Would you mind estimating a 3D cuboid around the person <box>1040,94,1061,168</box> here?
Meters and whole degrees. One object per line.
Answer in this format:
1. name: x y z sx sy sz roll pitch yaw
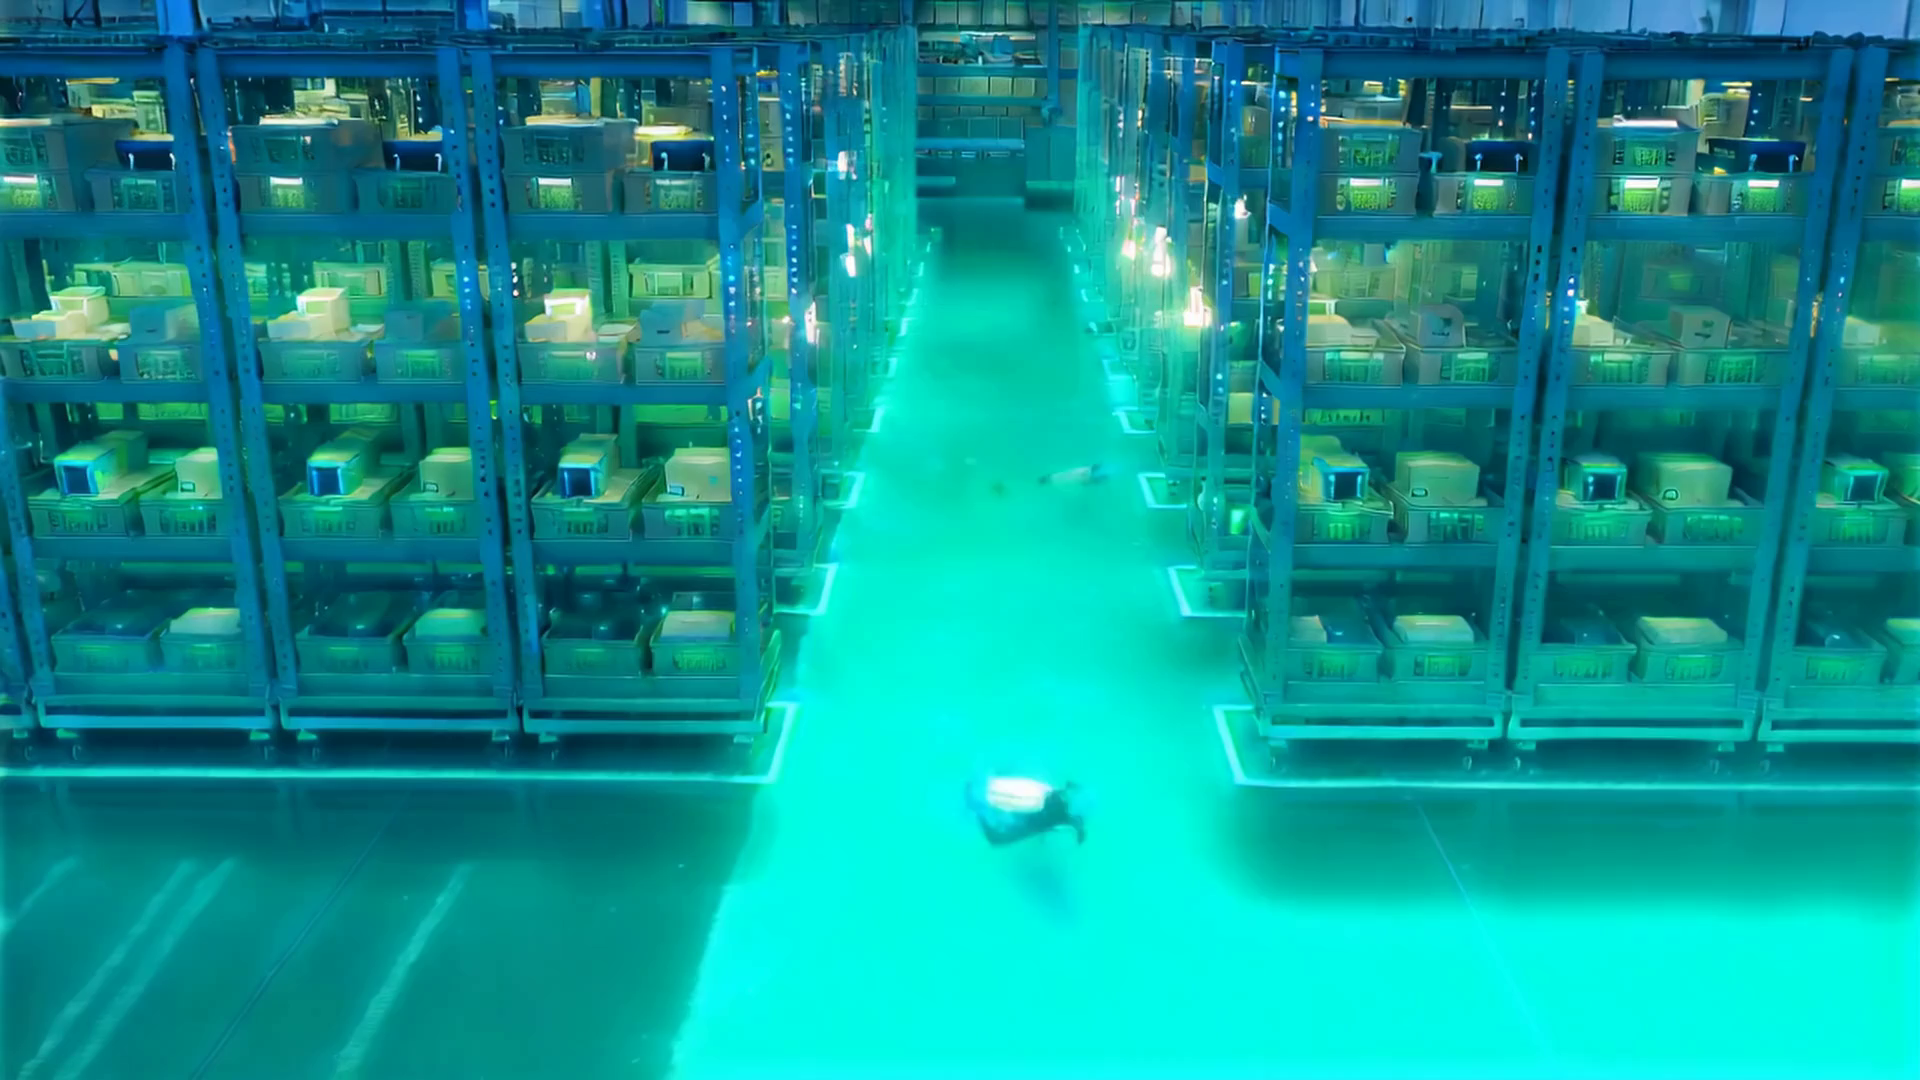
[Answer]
1. person: 2.234 -10.184 41.677 0.610 1.923 0.594 10 20 30
